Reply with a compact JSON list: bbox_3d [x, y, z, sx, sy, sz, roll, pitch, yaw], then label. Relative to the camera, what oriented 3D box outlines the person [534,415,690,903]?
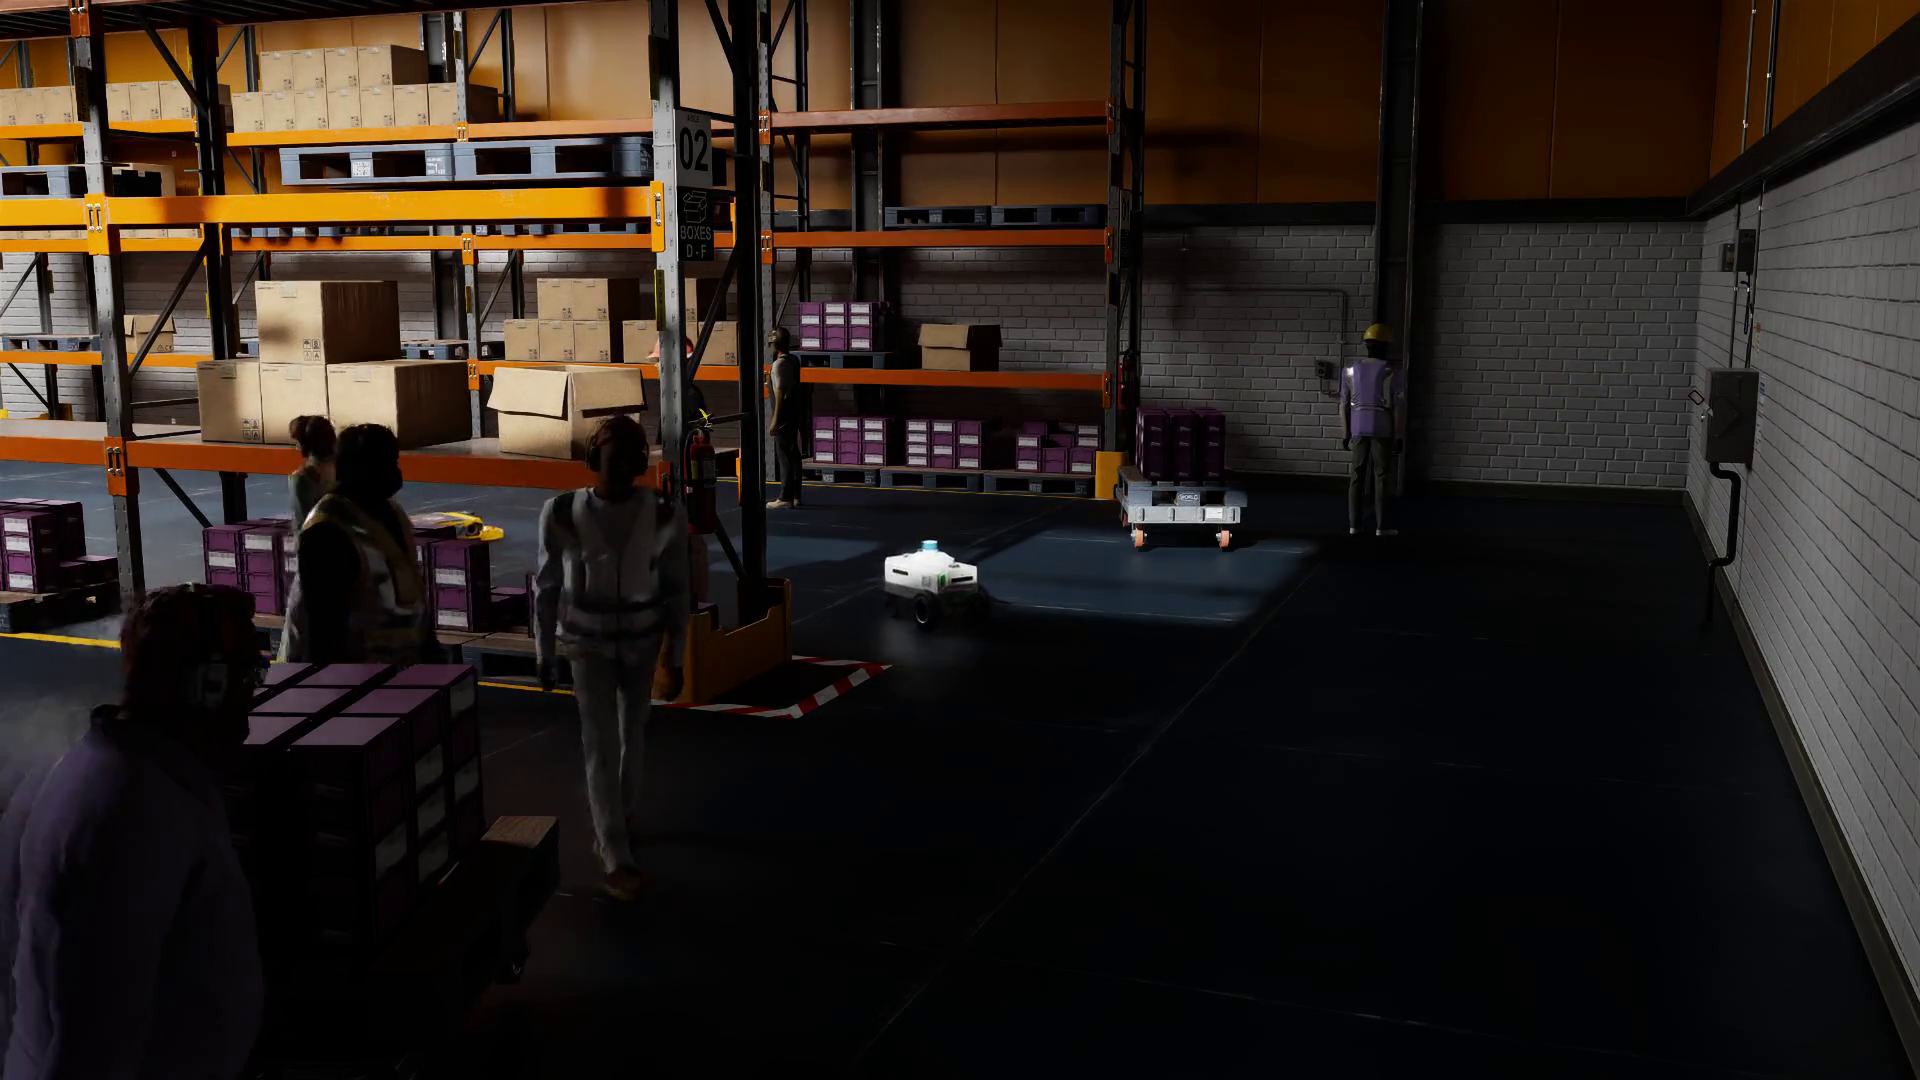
[{"bbox_3d":[-1.358,0.422,6.497,0.580,1.841,0.922,-3,10,-19],"label":"person"}]

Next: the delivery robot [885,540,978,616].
[{"bbox_3d":[-0.199,0.246,11.270,0.477,0.478,0.707,-7,11,-37],"label":"delivery robot"}]

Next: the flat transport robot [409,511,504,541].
[{"bbox_3d":[-4.781,-0.074,14.462,1.431,0.197,0.652,-8,12,-42],"label":"flat transport robot"}]

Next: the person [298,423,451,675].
[{"bbox_3d":[-2.089,0.471,6.259,0.919,1.802,0.628,0,9,1],"label":"person"}]

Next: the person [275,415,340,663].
[{"bbox_3d":[-3.502,0.131,8.971,0.792,1.601,0.549,2,9,15],"label":"person"}]

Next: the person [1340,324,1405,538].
[{"bbox_3d":[3.719,-0.978,14.982,0.584,1.918,0.381,6,11,33],"label":"person"}]

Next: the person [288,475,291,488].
[{"bbox_3d":[-6.867,-1.218,17.357,0.312,1.642,0.512,1,9,5],"label":"person"}]

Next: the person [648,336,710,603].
[{"bbox_3d":[-1.827,-0.367,10.905,0.394,1.994,0.612,-1,9,-3],"label":"person"}]

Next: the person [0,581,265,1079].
[{"bbox_3d":[-1.425,0.996,2.905,1.066,1.823,0.650,-7,11,-37],"label":"person"}]

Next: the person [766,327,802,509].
[{"bbox_3d":[-1.776,-1.227,16.793,0.345,1.840,0.504,3,9,16],"label":"person"}]
